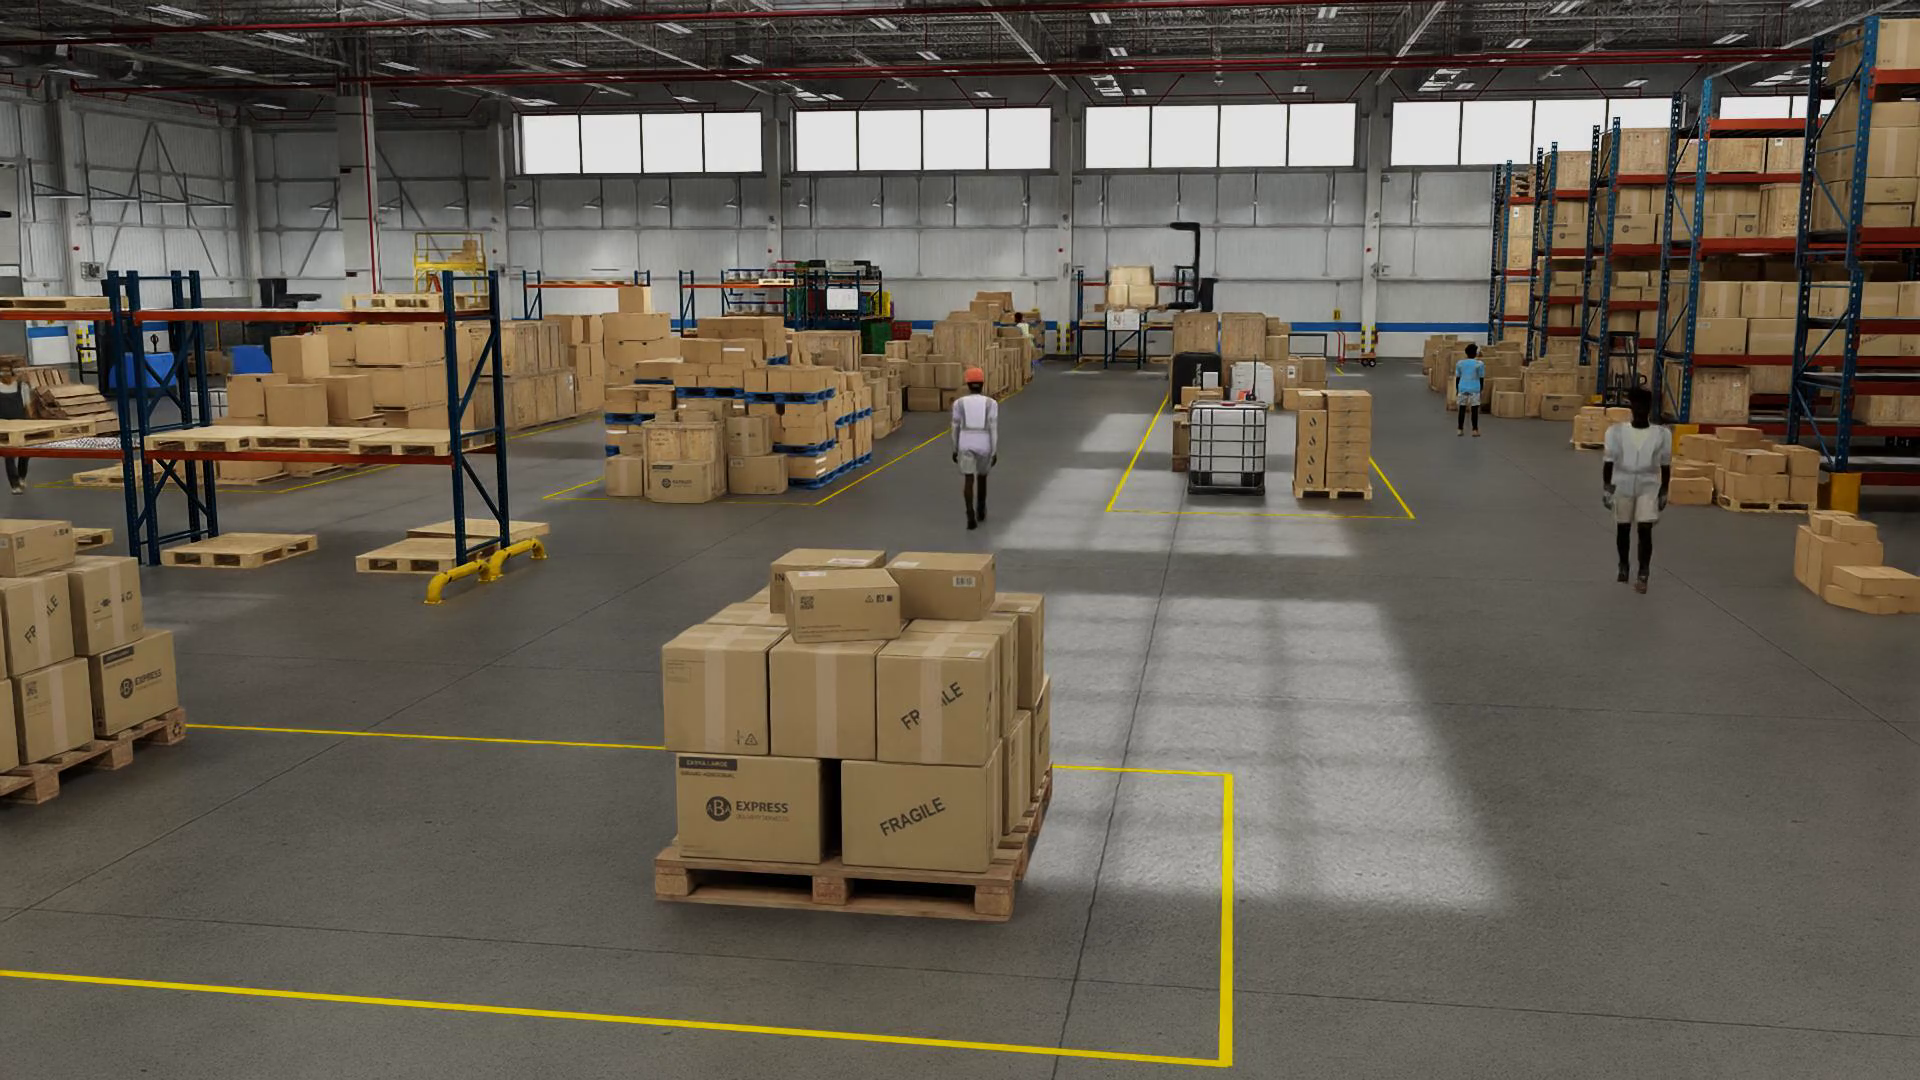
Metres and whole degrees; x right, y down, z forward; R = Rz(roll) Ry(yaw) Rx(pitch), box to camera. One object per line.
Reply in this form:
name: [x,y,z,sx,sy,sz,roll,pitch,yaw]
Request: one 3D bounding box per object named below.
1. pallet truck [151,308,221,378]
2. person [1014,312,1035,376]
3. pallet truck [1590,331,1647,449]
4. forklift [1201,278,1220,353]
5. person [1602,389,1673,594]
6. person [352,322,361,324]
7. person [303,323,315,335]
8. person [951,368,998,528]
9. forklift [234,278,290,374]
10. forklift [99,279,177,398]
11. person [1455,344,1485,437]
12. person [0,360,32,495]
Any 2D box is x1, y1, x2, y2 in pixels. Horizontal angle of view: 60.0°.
pallet truck: [-21.869,-5.598,47.154,0.823,1.965,1.885,4,10,26]
person: [1.724,-5.346,45.943,0.489,1.890,0.612,5,10,28]
pallet truck: [11.253,-2.573,28.499,0.823,1.965,1.885,5,10,27]
forklift: [6.793,-5.791,45.628,1.873,2.768,1.129,1,9,9]
person: [6.392,-0.469,15.746,0.613,1.910,1.030,4,10,23]
person: [-15.111,-4.636,41.596,0.648,1.864,1.071,4,10,23]
person: [-17.319,-4.975,44.413,0.514,1.641,0.309,4,10,25]
person: [0.172,-1.099,19.786,0.558,1.882,1.051,1,9,4]
forklift: [-17.634,-5.341,42.856,1.873,2.768,1.129,1,9,4]
forklift: [-19.604,-4.721,39.029,1.873,2.768,1.129,1,9,9]
person: [9.316,-2.731,30.409,0.530,1.692,0.321,6,11,31]
person: [-12.843,-1.522,22.524,0.545,1.829,0.400,-6,11,-31]
